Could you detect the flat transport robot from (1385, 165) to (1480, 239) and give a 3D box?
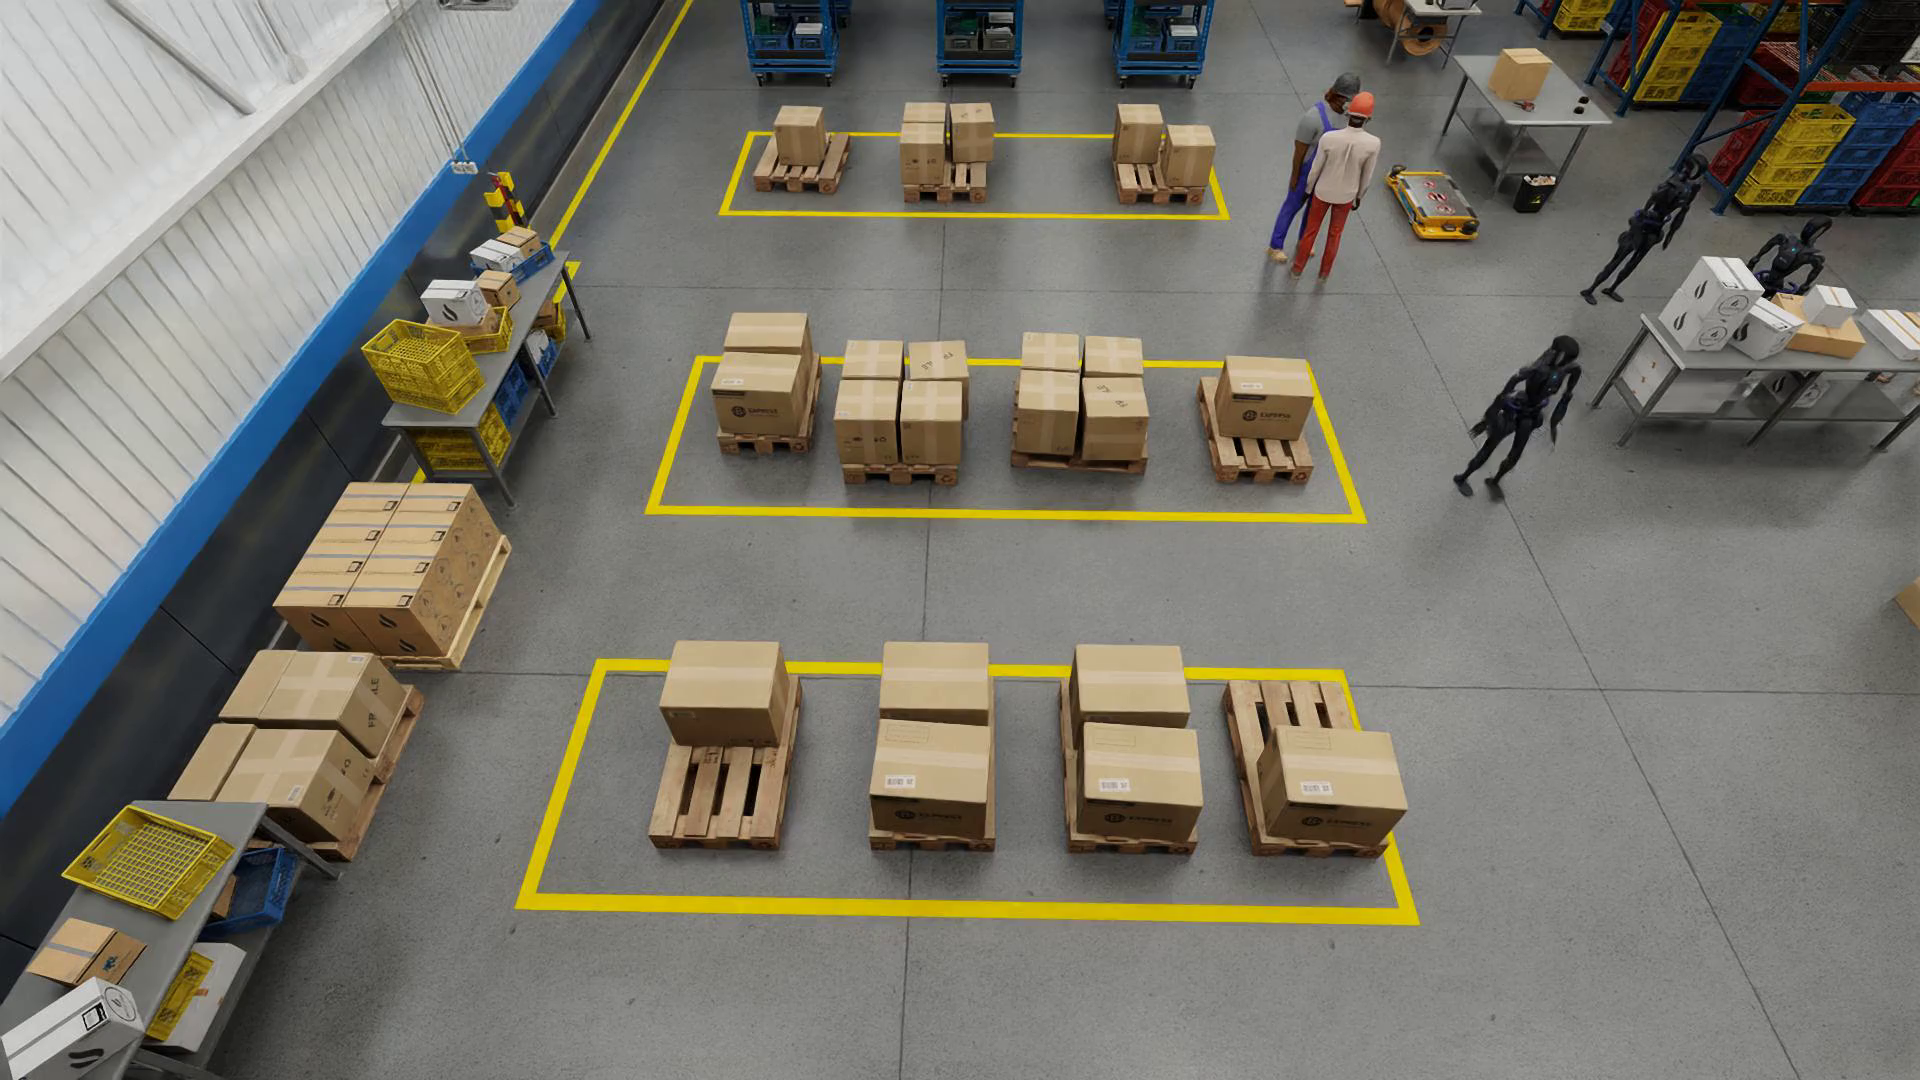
[{"bbox_3d":[5.692,-4.094,11.059,0.652,0.197,1.431,1,49,1],"label":"flat transport robot"}]

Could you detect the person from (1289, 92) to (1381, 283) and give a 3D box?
[{"bbox_3d":[3.889,-3.614,9.520,0.610,1.995,0.376,12,50,11],"label":"person"}]

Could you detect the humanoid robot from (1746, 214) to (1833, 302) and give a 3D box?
[{"bbox_3d":[7.461,-2.260,8.547,0.331,1.660,0.585,-19,52,-16],"label":"humanoid robot"}]

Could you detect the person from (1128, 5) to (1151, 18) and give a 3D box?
[{"bbox_3d":[2.674,-8.007,13.478,0.325,1.760,0.524,-14,51,-12],"label":"person"}]

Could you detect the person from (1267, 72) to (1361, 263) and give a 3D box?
[{"bbox_3d":[3.845,-3.950,9.782,0.682,2.000,0.536,-15,51,-13],"label":"person"}]

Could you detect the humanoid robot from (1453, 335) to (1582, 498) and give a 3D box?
[{"bbox_3d":[4.547,-0.971,7.437,0.646,1.648,0.403,-5,49,-4],"label":"humanoid robot"}]

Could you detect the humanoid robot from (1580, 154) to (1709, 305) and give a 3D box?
[{"bbox_3d":[6.990,-3.133,9.317,0.599,1.648,0.369,-8,50,-7],"label":"humanoid robot"}]

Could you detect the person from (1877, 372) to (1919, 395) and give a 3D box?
[{"bbox_3d":[9.319,-2.162,8.336,0.583,1.882,0.345,36,58,27],"label":"person"}]
